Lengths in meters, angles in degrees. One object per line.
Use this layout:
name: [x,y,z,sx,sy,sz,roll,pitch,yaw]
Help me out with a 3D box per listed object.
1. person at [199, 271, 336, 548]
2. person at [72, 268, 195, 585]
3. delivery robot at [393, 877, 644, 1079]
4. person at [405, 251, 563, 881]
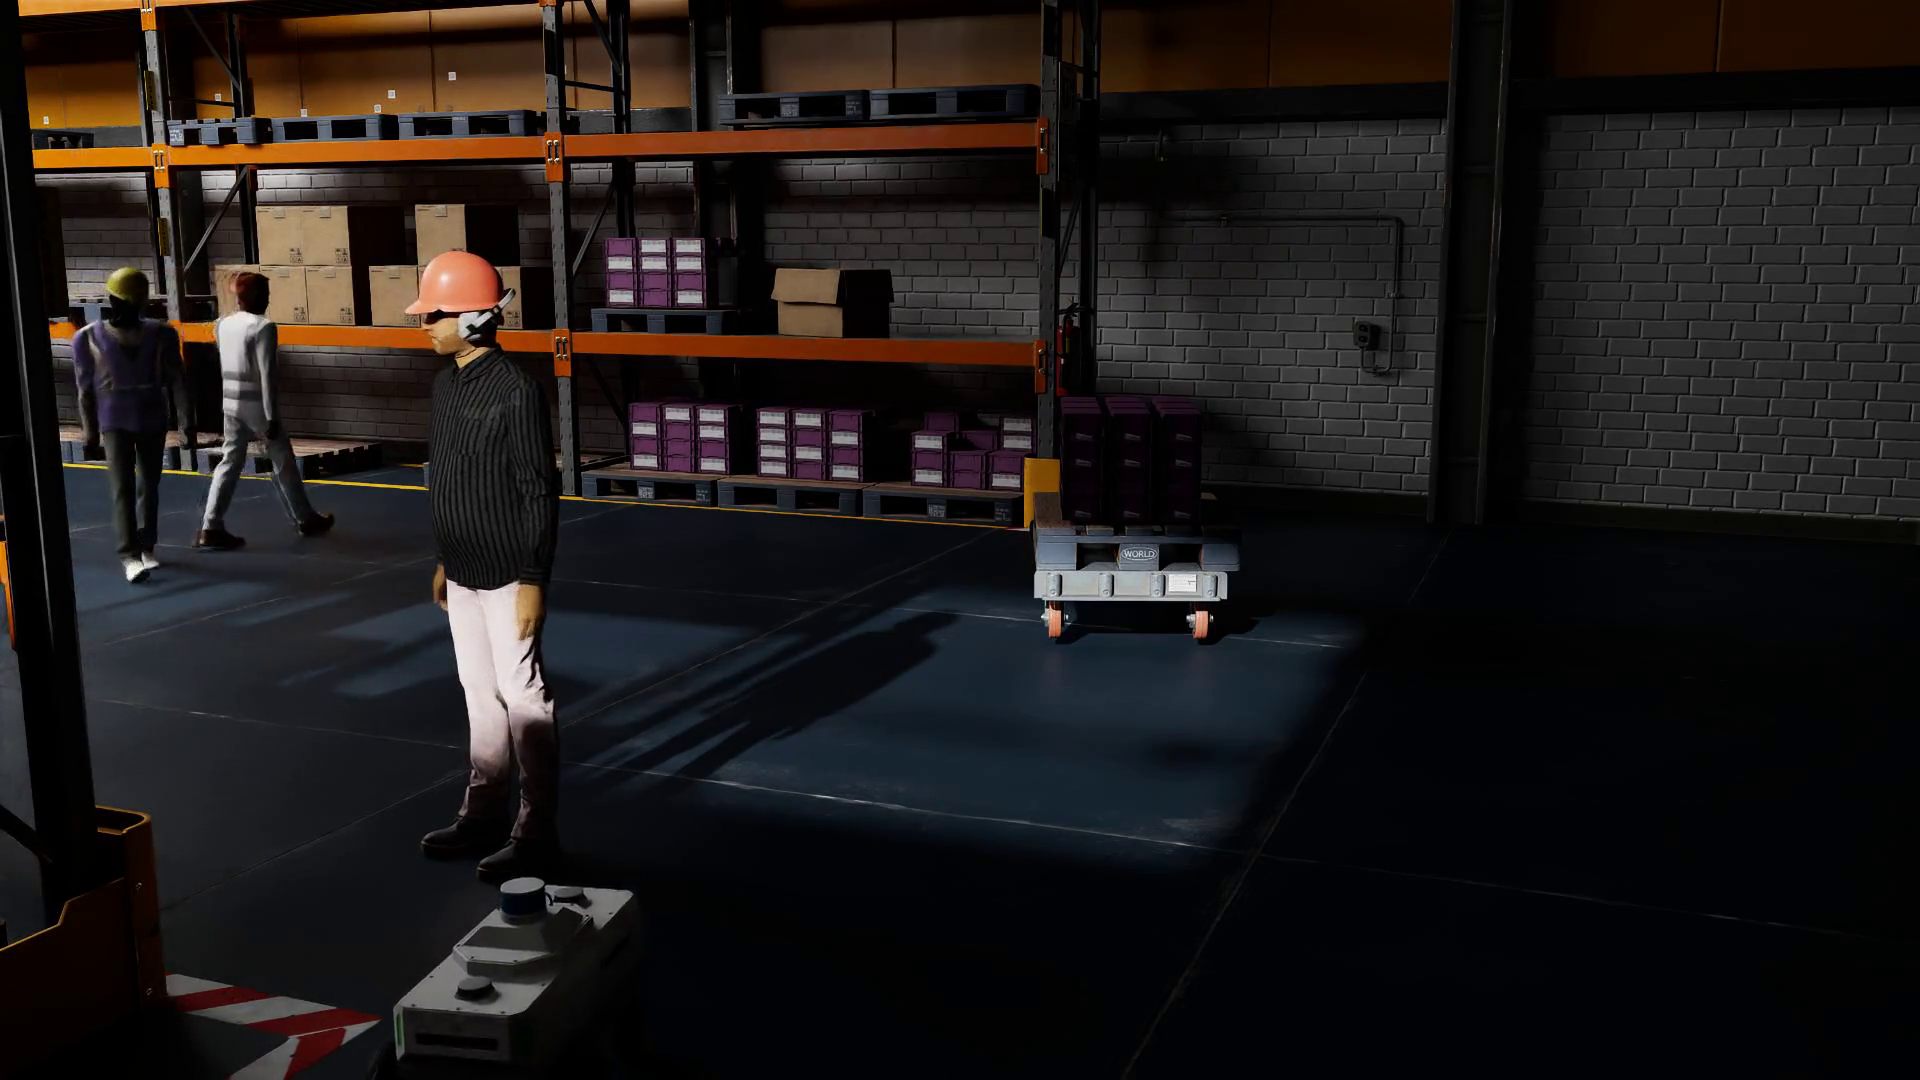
person: [-4.735,-0.875,11.139,0.588,1.829,1.029,5,11,26]
person: [-4.952,-0.689,10.000,0.586,1.862,0.956,-8,13,-38]
delivery robot: [-0.999,1.023,3.840,0.477,0.478,0.707,2,10,9]
person: [-1.514,0.087,5.314,0.392,1.991,0.613,-10,14,-44]
